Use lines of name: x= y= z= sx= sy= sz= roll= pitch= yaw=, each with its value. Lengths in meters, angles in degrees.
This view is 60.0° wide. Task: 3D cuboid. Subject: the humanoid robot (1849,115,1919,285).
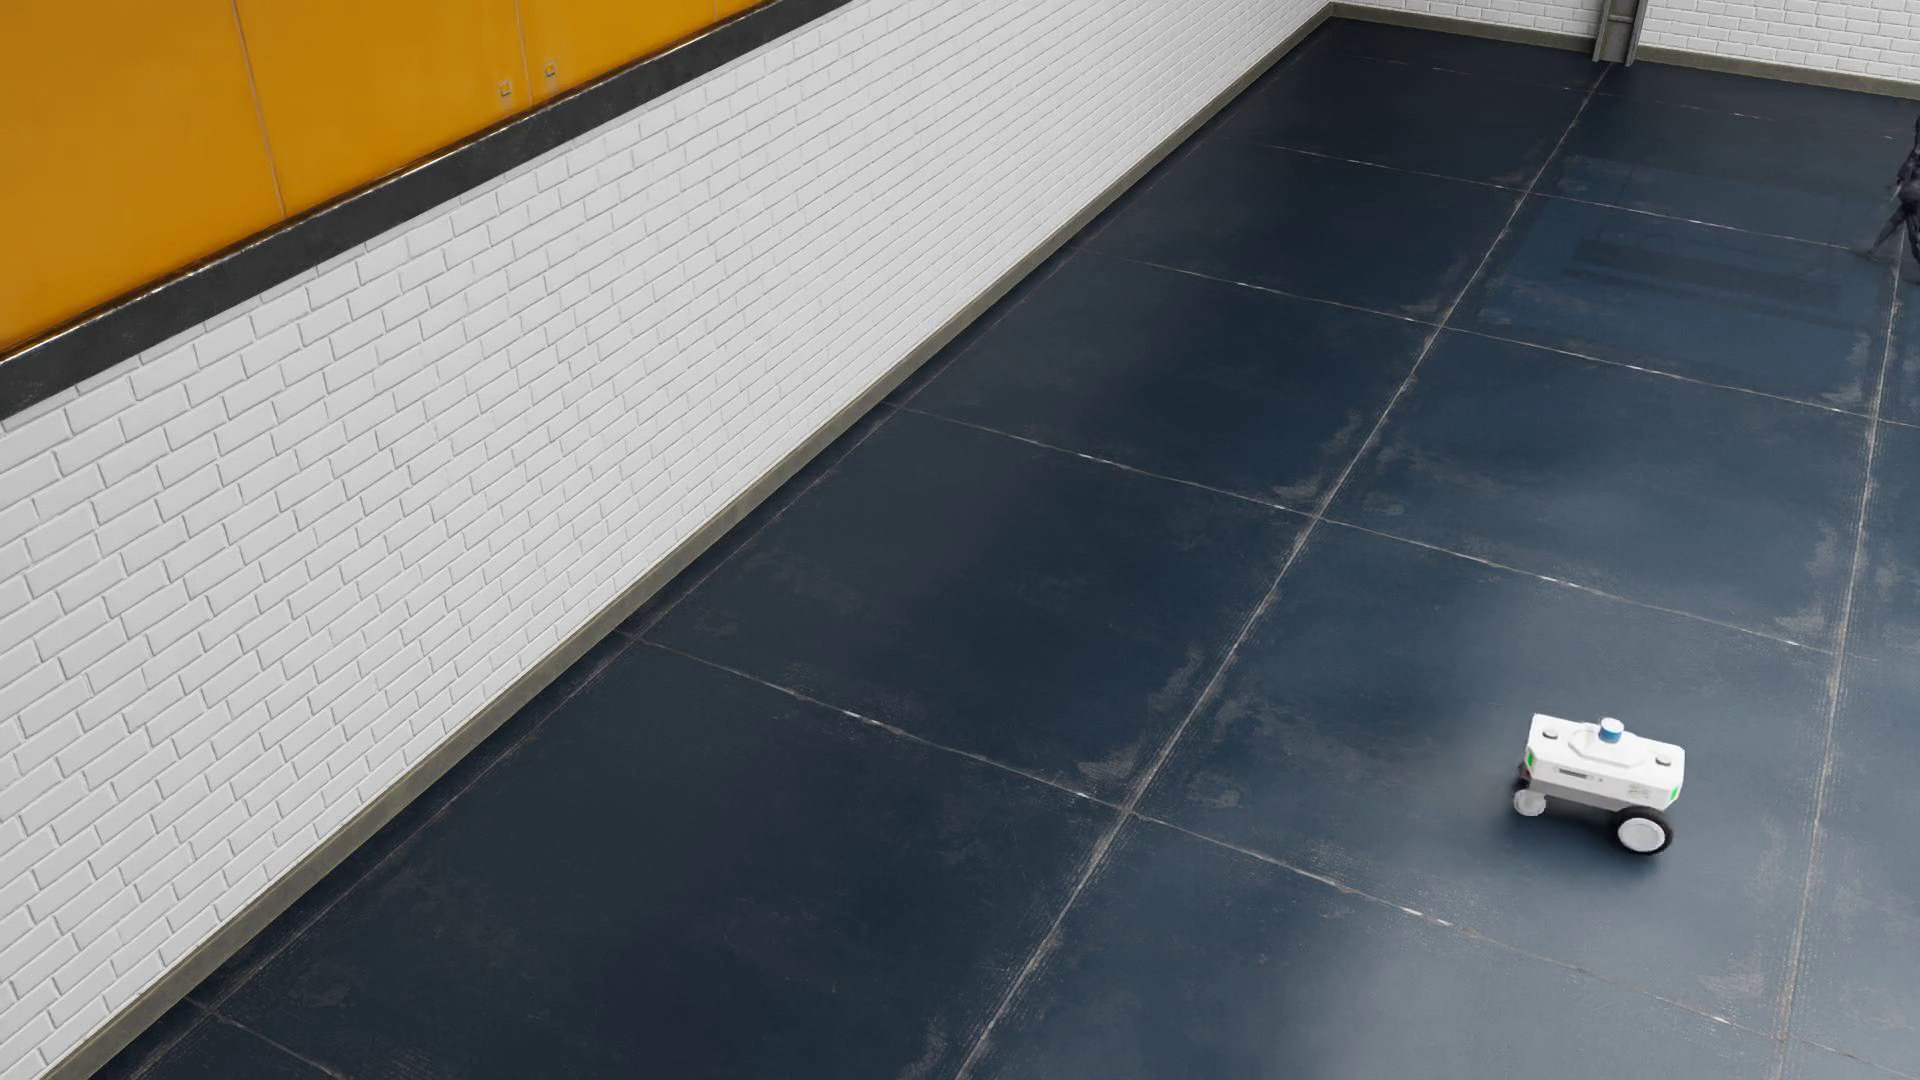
humanoid robot: x=7.508 y=-2.831 z=12.980 sx=0.586 sy=1.628 sz=0.798 roll=-23 pitch=40 yaw=-30

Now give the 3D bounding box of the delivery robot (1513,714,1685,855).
delivery robot: x=3.115 y=1.136 z=8.048 sx=0.815 sy=0.614 sz=0.499 roll=13 pitch=36 yaw=18
